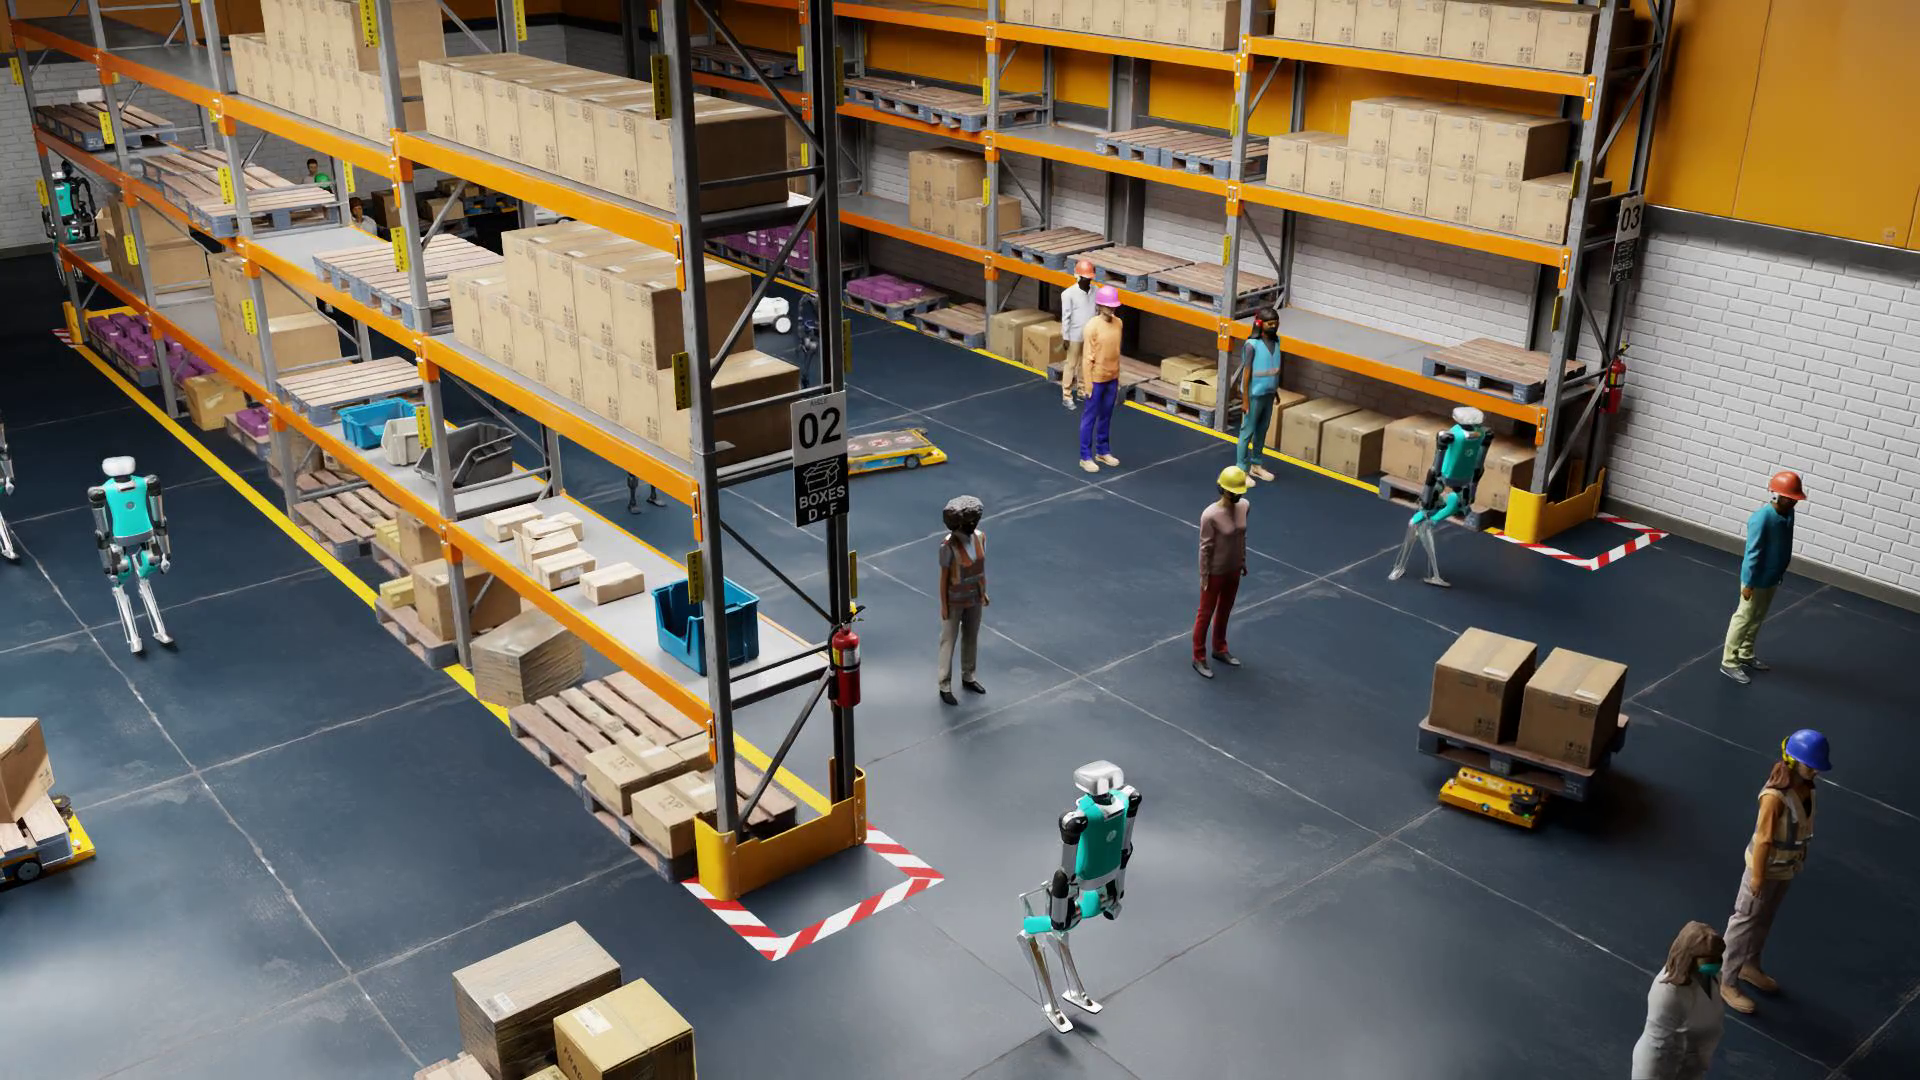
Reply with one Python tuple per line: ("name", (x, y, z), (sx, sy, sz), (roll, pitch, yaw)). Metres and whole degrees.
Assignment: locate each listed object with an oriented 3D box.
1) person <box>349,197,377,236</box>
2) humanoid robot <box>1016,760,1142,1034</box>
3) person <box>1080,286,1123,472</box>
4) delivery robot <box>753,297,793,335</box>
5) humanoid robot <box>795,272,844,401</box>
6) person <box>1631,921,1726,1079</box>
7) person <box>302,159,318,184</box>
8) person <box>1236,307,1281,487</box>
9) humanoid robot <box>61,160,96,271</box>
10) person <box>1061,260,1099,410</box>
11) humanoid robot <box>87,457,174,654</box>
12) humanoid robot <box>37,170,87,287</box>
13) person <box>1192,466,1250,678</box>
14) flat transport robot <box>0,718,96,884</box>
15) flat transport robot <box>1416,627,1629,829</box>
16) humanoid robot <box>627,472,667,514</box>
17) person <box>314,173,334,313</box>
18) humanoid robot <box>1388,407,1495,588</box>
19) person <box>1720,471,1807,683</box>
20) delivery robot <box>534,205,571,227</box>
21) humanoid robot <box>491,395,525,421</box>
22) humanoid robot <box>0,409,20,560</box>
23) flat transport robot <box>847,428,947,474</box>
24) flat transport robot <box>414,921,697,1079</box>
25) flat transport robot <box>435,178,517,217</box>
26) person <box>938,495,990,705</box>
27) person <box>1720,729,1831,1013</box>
("person", (-7.931, -3.650, 22.128), (0.511, 1.830, 0.363), (-18, 29, -35))
("humanoid robot", (0.586, 1.900, 9.223), (0.533, 1.677, 0.735), (-18, 29, -36))
("person", (1.500, -1.697, 17.414), (0.512, 1.983, 0.390), (-18, 29, -35))
("delivery robot", (-2.649, -3.036, 22.302), (0.745, 0.586, 0.524), (-10, 25, -21))
("humanoid robot", (-1.638, -2.362, 19.347), (0.608, 1.645, 0.482), (-8, 24, -17))
("person", (3.429, 2.546, 7.988), (0.493, 1.659, 0.338), (-18, 29, -35))
("person", (-9.826, -5.014, 25.499), (0.455, 1.656, 0.272), (-18, 29, -35))
("person", (3.069, -1.479, 17.053), (0.535, 1.865, 0.373), (-18, 29, -35))
("humanoid robot", (-13.434, -4.946, 25.305), (0.599, 1.655, 0.315), (-18, 29, -36))
("person", (1.423, -2.400, 19.327), (0.569, 1.749, 0.341), (-18, 29, -35))
("humanoid robot", (-6.728, 0.064, 13.476), (0.533, 1.676, 0.735), (-18, 29, -36))
("humanoid robot", (-13.060, -4.560, 24.182), (0.533, 1.677, 0.735), (-18, 29, -36))
("person", (2.103, 0.235, 13.212), (0.530, 1.765, 0.325), (-18, 29, -35))
("flat transport robot", (-6.475, 2.096, 10.790), (1.431, 0.231, 0.659), (-18, 29, -36))
("flat transport robot", (4.016, 1.587, 11.967), (0.659, 0.231, 1.431), (15, 28, 31))
("humanoid robot", (-3.116, -1.094, 16.383), (0.599, 1.657, 0.315), (-18, 29, -36))
("person", (-8.763, -4.148, 23.152), (0.541, 1.929, 0.419), (-18, 29, -35))
("humanoid robot", (4.211, -0.419, 14.763), (0.588, 1.769, 0.880), (-7, 24, -15))
("person", (6.373, 0.273, 13.136), (0.569, 1.749, 0.341), (-18, 29, -35))
("delivery robot", (-6.899, -5.417, 27.817), (0.745, 0.586, 0.524), (-10, 25, -21))
("humanoid robot", (-5.204, -2.204, 18.957), (0.599, 1.655, 0.315), (-18, 29, -36))
("humanoid robot", (-8.891, -0.615, 15.048), (0.533, 1.676, 0.735), (-18, 29, -36))
("flat transport robot", (-0.924, -0.921, 17.777), (1.431, 0.231, 0.659), (-10, 25, -21))
("flat transport robot", (-2.079, 3.096, 8.474), (1.431, 0.231, 0.659), (-18, 29, -36))
("flat transport robot", (-8.538, -5.804, 29.083), (1.431, 0.231, 0.659), (-18, 29, -36))
("person", (0.032, 0.449, 12.806), (0.450, 1.688, 0.300), (-18, 29, -35))
("person", (4.642, 1.854, 9.446), (0.475, 1.775, 0.323), (-18, 29, -35))
